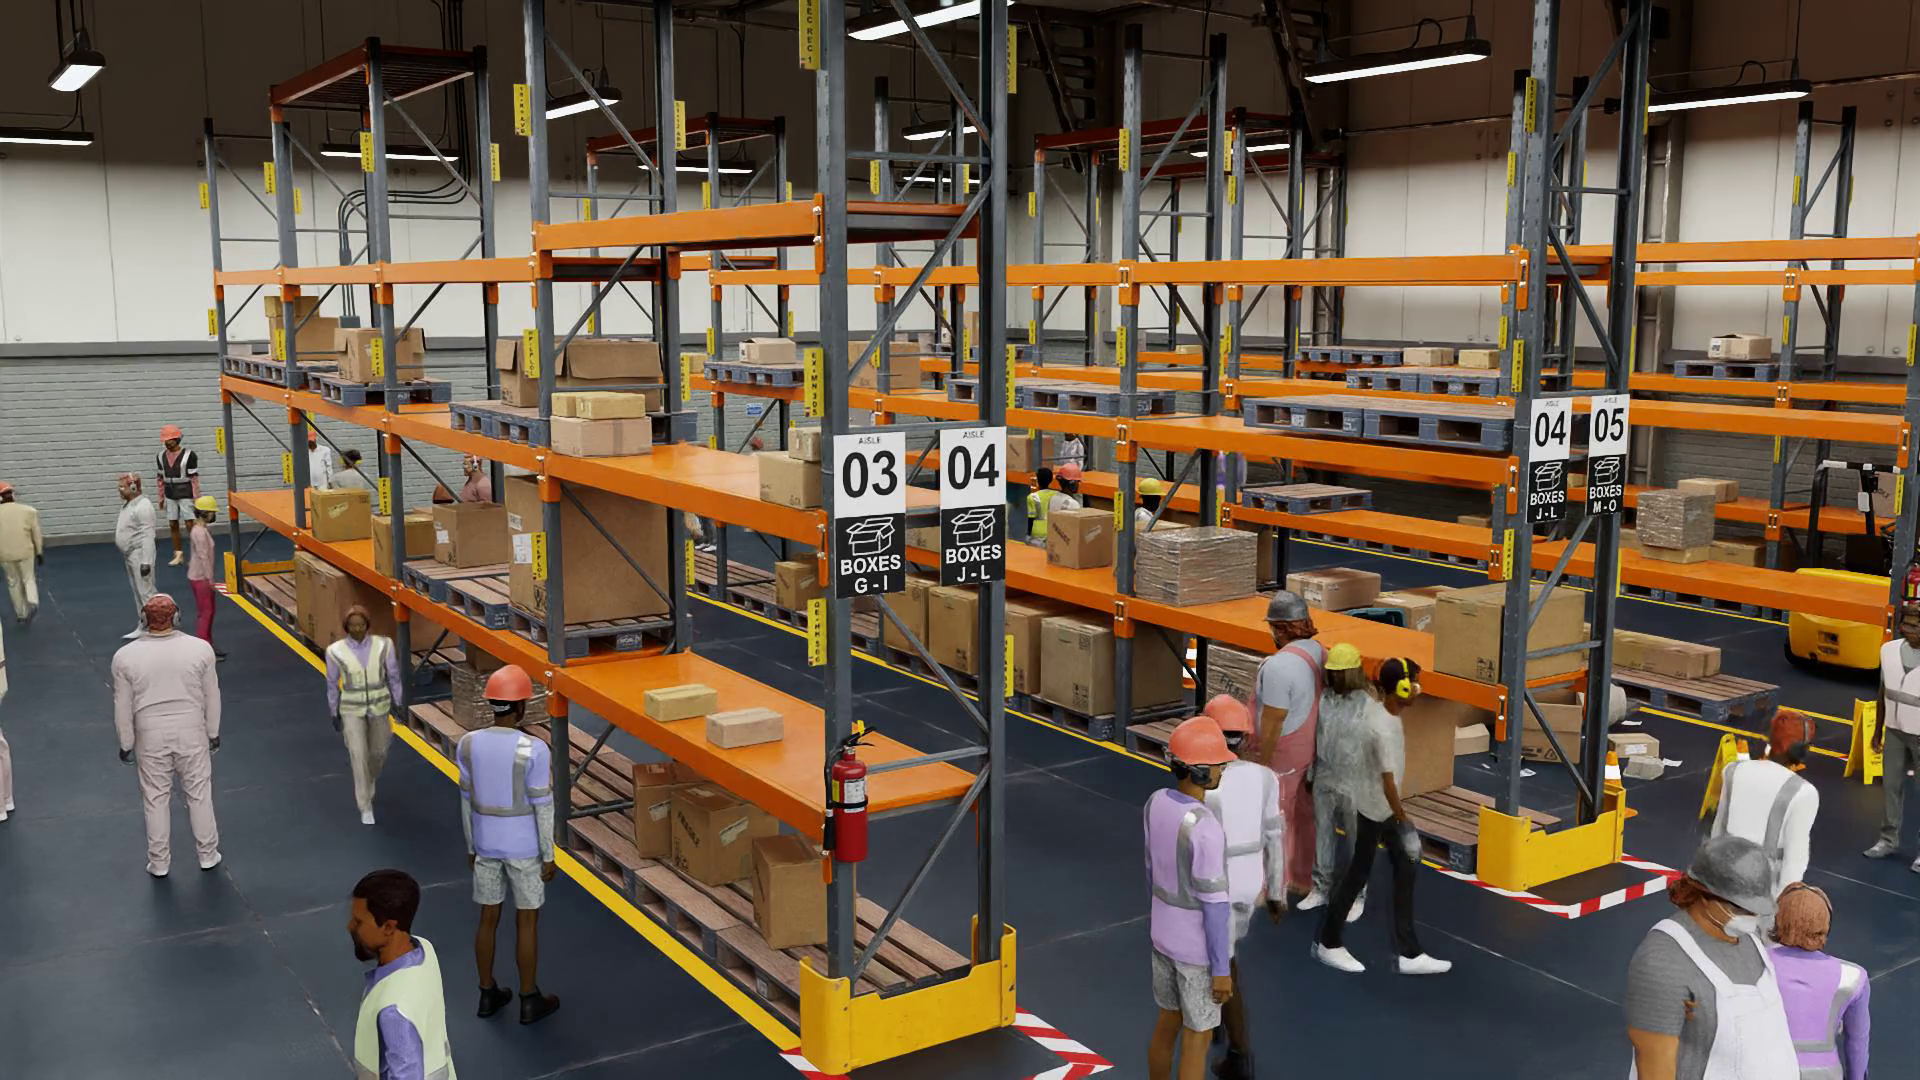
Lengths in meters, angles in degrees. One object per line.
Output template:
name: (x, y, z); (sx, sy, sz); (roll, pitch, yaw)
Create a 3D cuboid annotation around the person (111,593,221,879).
person: (-5.289, 1.302, 11.137); (0.640, 1.910, 0.401); (-4, 9, -25)

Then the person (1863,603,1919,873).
person: (6.473, 1.322, 11.260); (0.381, 1.834, 0.560); (-4, 9, -25)

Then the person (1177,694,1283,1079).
person: (1.278, 1.717, 8.403); (0.555, 1.891, 0.903); (-4, 9, -26)

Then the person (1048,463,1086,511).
person: (1.182, 0.171, 18.269); (0.411, 2.034, 0.605); (-4, 9, -22)

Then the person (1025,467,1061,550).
person: (1.064, -0.068, 20.957); (0.532, 1.697, 0.319); (-4, 10, -27)

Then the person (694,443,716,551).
person: (-3.840, -0.648, 25.051); (0.277, 1.627, 0.502); (-6, 10, -33)

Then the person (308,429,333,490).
person: (-10.328, -0.937, 26.599); (0.573, 1.739, 0.349); (-4, 9, -22)

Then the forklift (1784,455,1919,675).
forklift: (9.643, 0.253, 17.172); (2.313, 2.155, 1.214); (-6, 10, -33)

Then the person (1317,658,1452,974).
person: (2.416, 1.586, 9.487); (0.773, 1.834, 0.582); (4, 10, 26)

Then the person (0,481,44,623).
person: (-11.028, 0.161, 19.408); (0.592, 1.709, 0.583); (-5, 10, -32)

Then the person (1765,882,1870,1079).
person: (3.226, 2.137, 6.460); (0.521, 1.638, 0.311); (3, 9, 19)

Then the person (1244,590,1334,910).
person: (2.070, 1.313, 10.623); (0.535, 2.000, 0.686); (7, 11, 40)

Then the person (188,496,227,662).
person: (-7.961, 0.414, 17.561); (0.351, 1.756, 0.558); (-4, 9, -23)

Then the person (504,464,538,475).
person: (-6.243, -0.520, 23.624); (0.535, 1.814, 0.974); (-2, 9, -14)

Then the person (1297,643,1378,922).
person: (2.371, 1.497, 10.383); (0.486, 1.744, 0.294); (8, 11, 41)

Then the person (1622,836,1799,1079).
person: (2.681, 2.021, 5.908); (0.674, 2.000, 0.535); (-7, 11, -39)

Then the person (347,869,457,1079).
person: (-1.962, 2.083, 5.888); (0.392, 1.922, 0.593); (-2, 9, -16)

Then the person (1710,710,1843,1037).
person: (4.043, 1.752, 8.457); (1.088, 1.814, 0.648); (-4, 9, -24)

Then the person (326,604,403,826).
person: (-4.452, 1.253, 12.409); (0.511, 1.619, 0.699); (-5, 10, -30)

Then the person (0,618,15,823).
person: (-7.208, 1.131, 12.206); (0.369, 1.925, 0.594); (-2, 9, -16)

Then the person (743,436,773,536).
person: (-3.174, -0.867, 26.611); (0.838, 1.591, 0.528); (8, 12, 44)

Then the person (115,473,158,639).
person: (-9.158, 0.198, 18.496); (0.403, 1.904, 0.652); (-7, 11, -39)

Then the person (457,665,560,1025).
person: (-2.403, 1.624, 8.933); (0.546, 1.928, 0.384); (3, 9, 17)

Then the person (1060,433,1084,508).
person: (1.826, -1.046, 27.069); (0.405, 1.824, 0.586); (-5, 10, -30)

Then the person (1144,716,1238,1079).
person: (1.043, 1.789, 7.443); (0.371, 2.044, 0.608); (-3, 9, -21)

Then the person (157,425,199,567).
person: (-11.070, -0.616, 23.525); (0.613, 2.029, 0.409); (1, 9, 8)

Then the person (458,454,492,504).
person: (-6.030, -0.130, 20.675); (0.409, 1.909, 0.642); (-6, 10, -34)

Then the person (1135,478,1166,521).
person: (2.003, 0.296, 17.765); (0.369, 1.927, 0.587); (0, 9, -2)

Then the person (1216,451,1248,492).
person: (4.160, -0.871, 25.892); (0.664, 1.818, 0.497); (-3, 9, -18)

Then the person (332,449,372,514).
person: (-7.971, -0.262, 21.821); (0.626, 1.841, 0.462); (-7, 11, -41)
